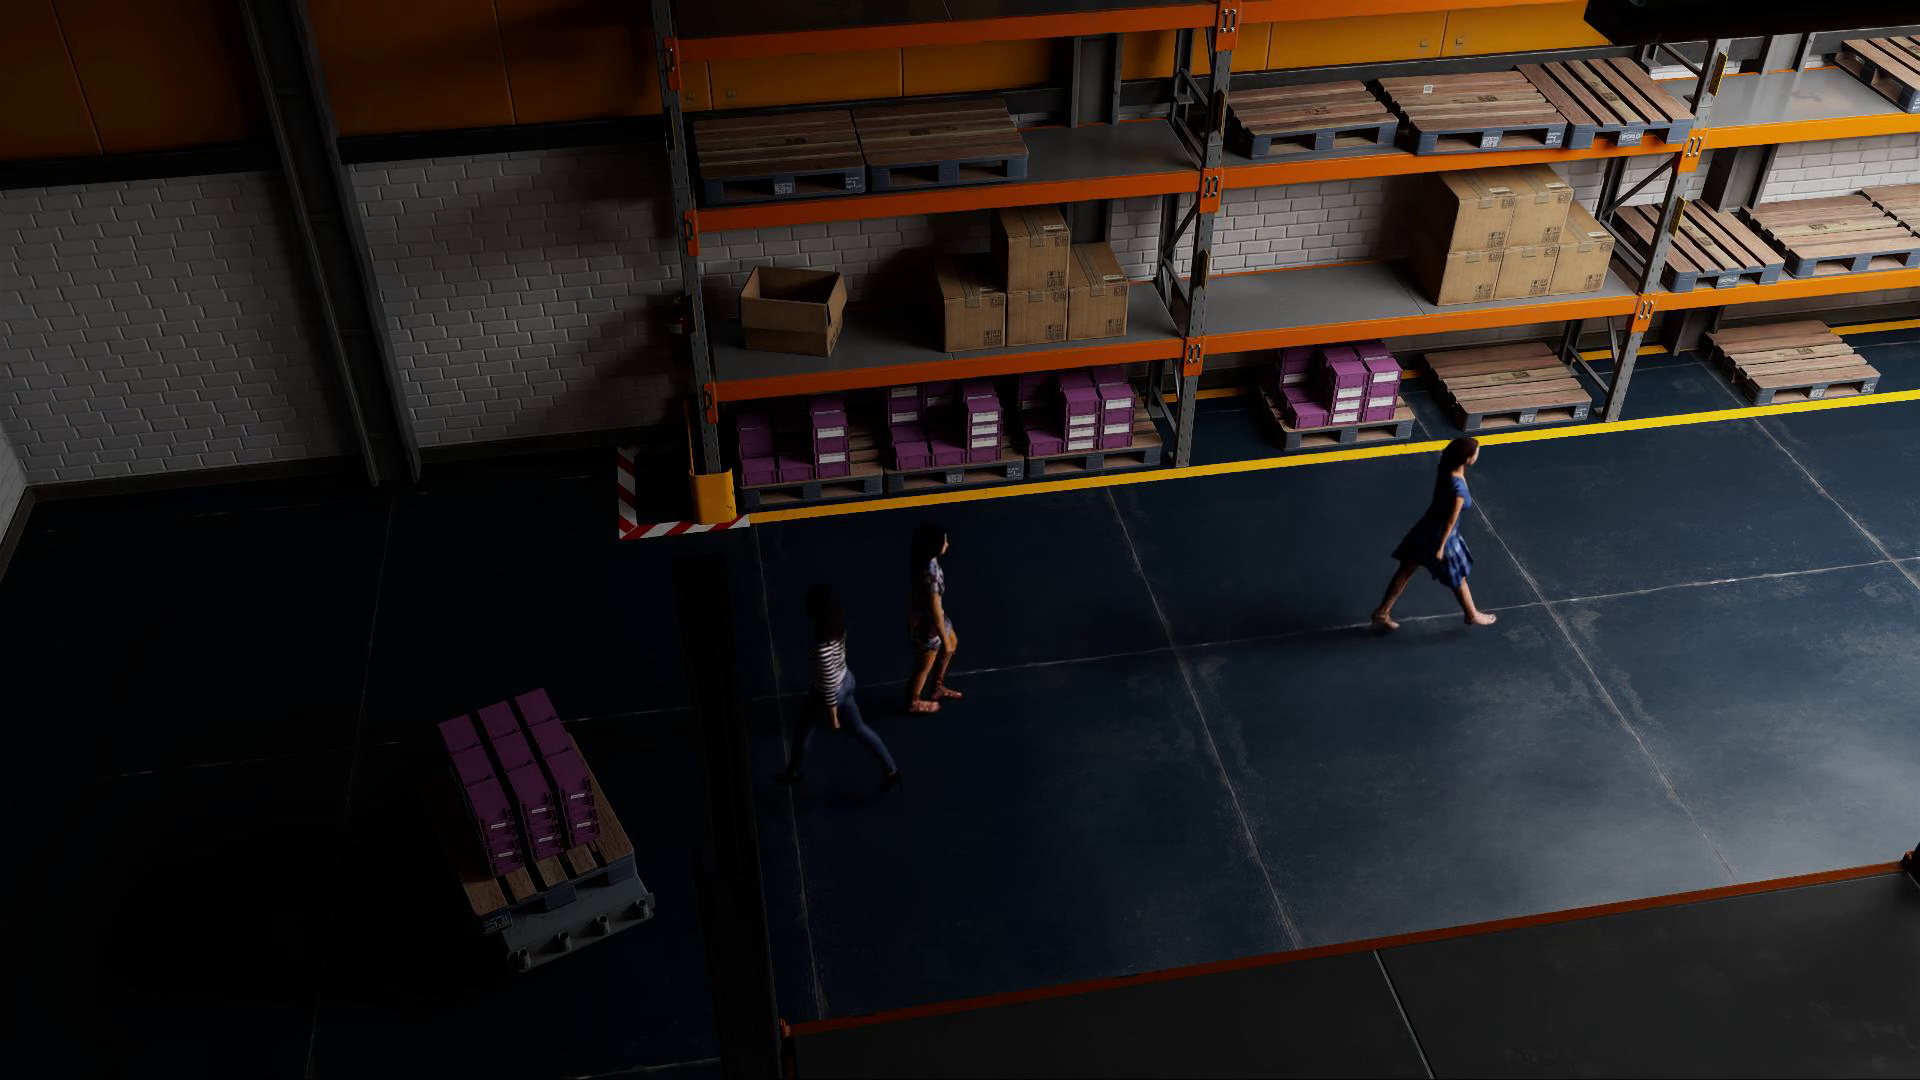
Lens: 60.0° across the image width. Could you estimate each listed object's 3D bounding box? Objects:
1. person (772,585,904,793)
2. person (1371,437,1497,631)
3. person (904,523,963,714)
[{"bbox_3d":[-0.742,1.043,10.929,1.212,1.742,0.863,4,39,5],"label":"person"},{"bbox_3d":[3.417,0.027,12.200,1.157,1.743,0.662,-5,39,-6],"label":"person"},{"bbox_3d":[-0.311,0.580,11.524,0.653,1.723,0.627,-6,39,-7],"label":"person"}]
